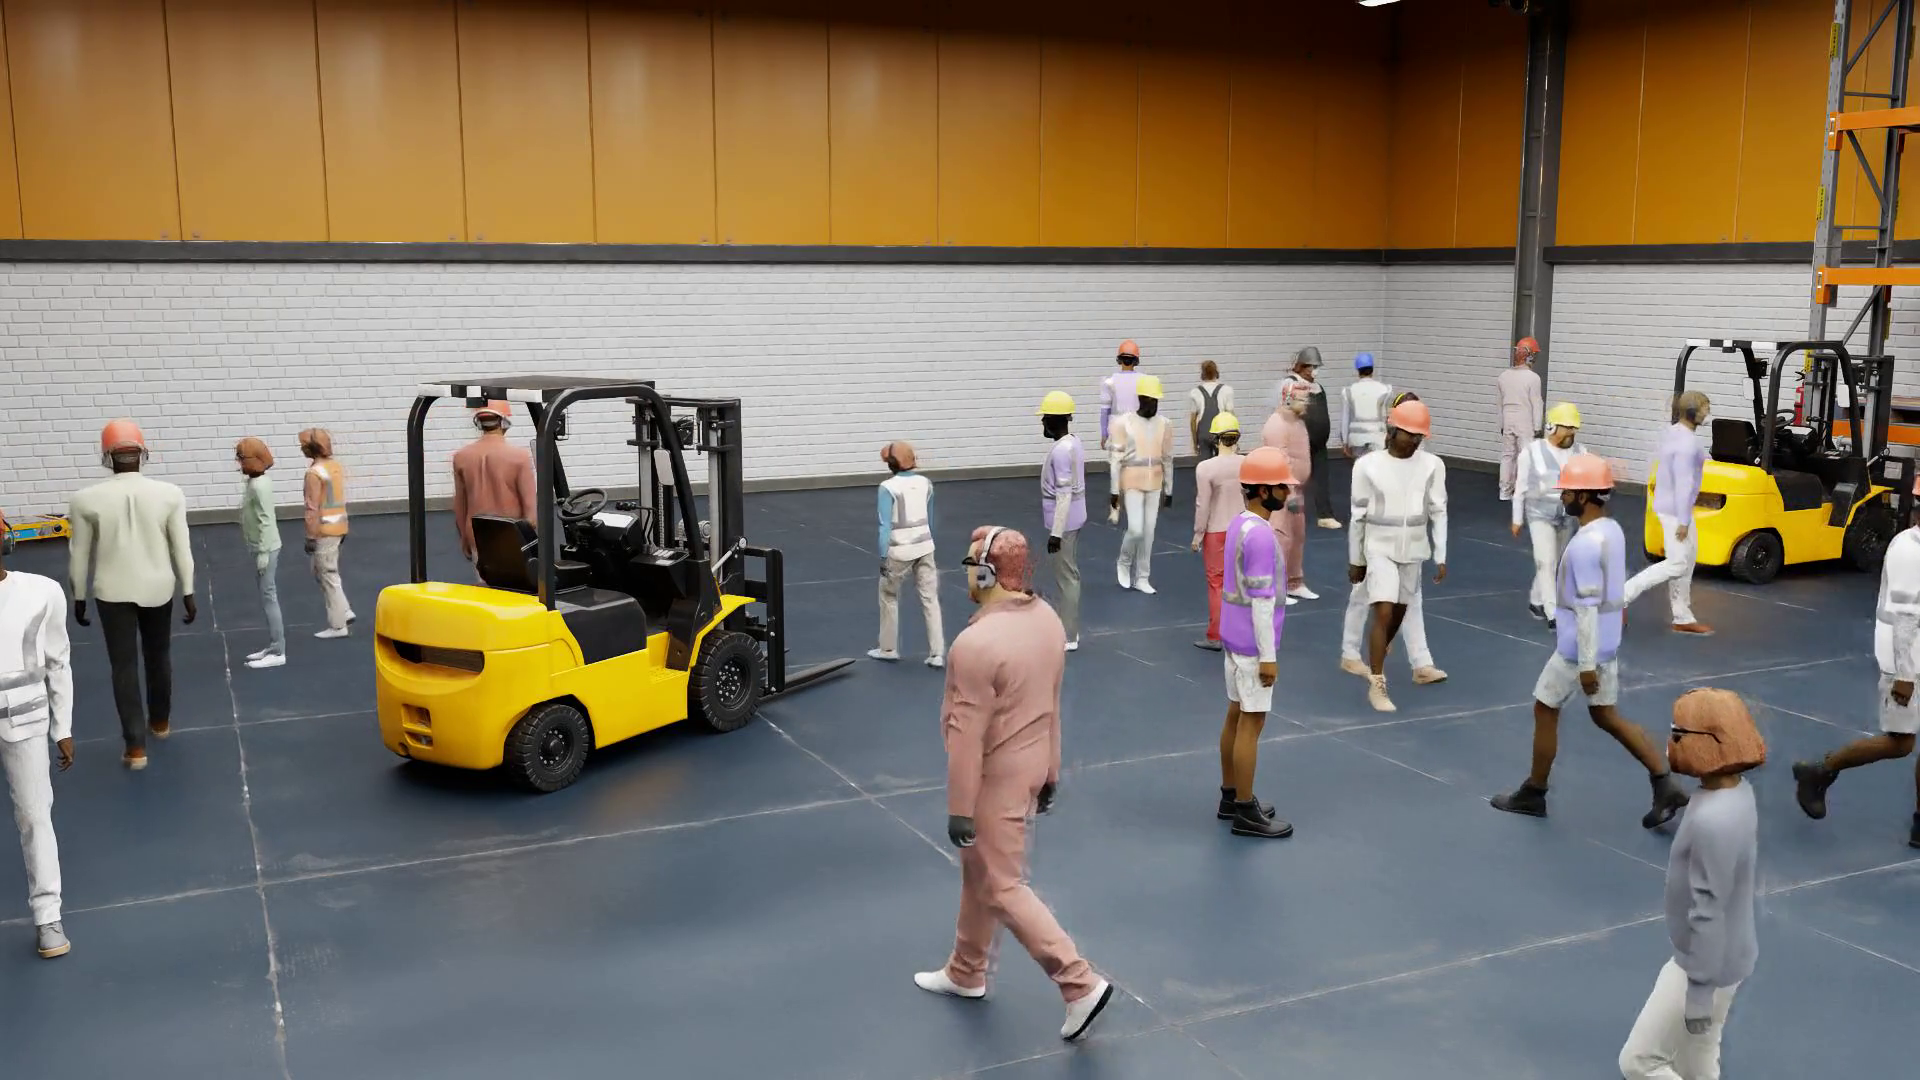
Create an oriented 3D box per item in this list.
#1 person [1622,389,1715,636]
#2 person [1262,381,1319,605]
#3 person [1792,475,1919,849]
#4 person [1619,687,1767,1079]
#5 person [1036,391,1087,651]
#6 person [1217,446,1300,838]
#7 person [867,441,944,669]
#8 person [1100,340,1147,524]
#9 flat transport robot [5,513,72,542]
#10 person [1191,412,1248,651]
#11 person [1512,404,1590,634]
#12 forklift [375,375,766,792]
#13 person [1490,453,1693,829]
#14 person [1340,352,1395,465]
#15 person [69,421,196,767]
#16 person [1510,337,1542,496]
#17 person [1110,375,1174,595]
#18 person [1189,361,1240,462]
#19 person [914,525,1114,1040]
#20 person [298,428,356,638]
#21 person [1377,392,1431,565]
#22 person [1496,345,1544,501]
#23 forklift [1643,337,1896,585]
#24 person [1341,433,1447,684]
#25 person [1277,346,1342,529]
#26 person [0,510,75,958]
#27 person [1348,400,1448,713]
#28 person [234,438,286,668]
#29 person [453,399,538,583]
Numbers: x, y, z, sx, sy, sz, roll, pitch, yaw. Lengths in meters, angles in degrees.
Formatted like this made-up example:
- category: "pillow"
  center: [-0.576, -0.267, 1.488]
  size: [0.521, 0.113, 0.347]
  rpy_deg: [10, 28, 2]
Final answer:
- category: "person"
  center: [5.407, -0.202, 12.732]
  size: [0.759, 1.919, 0.638]
  rpy_deg: [2, 9, 15]
- category: "person"
  center: [2.779, -0.399, 14.043]
  size: [0.426, 1.892, 0.655]
  rpy_deg: [6, 11, 32]
- category: "person"
  center: [4.539, 0.555, 8.037]
  size: [0.541, 1.911, 0.743]
  rpy_deg: [-7, 12, -38]
- category: "person"
  center: [2.113, 1.220, 4.816]
  size: [0.345, 1.617, 0.519]
  rpy_deg: [5, 11, 30]
- category: "person"
  center: [0.738, -0.135, 12.270]
  size: [0.377, 1.929, 0.585]
  rpy_deg: [2, 9, 11]
- category: "person"
  center: [1.483, 0.500, 8.296]
  size: [0.370, 1.939, 0.543]
  rpy_deg: [0, 9, -2]
- category: "person"
  center: [-0.411, 0.104, 11.767]
  size: [0.580, 1.598, 0.749]
  rpy_deg: [-8, 12, -42]
- category: "person"
  center: [1.856, -1.192, 18.473]
  size: [0.607, 2.044, 0.378]
  rpy_deg: [1, 9, 5]
- category: "flat transport robot"
  center: [-9.854, -0.087, 17.097]
  size: [0.652, 0.197, 1.431]
  rpy_deg: [7, 12, 38]
- category: "person"
  center: [1.950, -0.060, 12.304]
  size: [0.523, 1.769, 0.321]
  rpy_deg: [-4, 10, -24]
- category: "person"
  center: [4.676, -0.184, 13.051]
  size: [0.596, 1.774, 0.964]
  rpy_deg: [-1, 9, -6]
- category: "forklift"
  center: [-2.268, 0.149, 9.685]
  size: [1.214, 2.155, 2.313]
  rpy_deg: [6, 11, 32]
- category: "person"
  center: [3.209, 0.513, 8.341]
  size: [0.912, 1.909, 0.541]
  rpy_deg: [8, 12, 40]
- category: "person"
  center: [4.531, -1.132, 18.524]
  size: [0.615, 1.911, 0.868]
  rpy_deg: [4, 10, 23]
- category: "person"
  center: [-4.802, 0.283, 9.645]
  size: [0.638, 1.948, 0.930]
  rpy_deg: [-6, 11, -33]
- category: "person"
  center: [6.979, -1.516, 20.650]
  size: [0.403, 1.988, 0.615]
  rpy_deg: [1, 9, 7]
- category: "person"
  center: [1.594, -0.471, 14.391]
  size: [0.607, 1.910, 0.415]
  rpy_deg: [-4, 10, -24]
- category: "person"
  center: [2.888, -1.122, 18.841]
  size: [0.584, 1.790, 0.871]
  rpy_deg: [2, 9, 12]
- category: "person"
  center: [0.195, 0.882, 6.128]
  size: [0.857, 1.881, 0.651]
  rpy_deg: [5, 11, 30]
- category: "person"
  center: [-4.837, -0.047, 12.647]
  size: [0.373, 1.620, 0.539]
  rpy_deg: [0, 9, 0]
- category: "person"
  center: [3.549, -0.260, 13.277]
  size: [0.546, 1.852, 0.415]
  rpy_deg: [-4, 10, -23]
- category: "person"
  center: [6.794, -1.392, 20.122]
  size: [0.411, 1.913, 0.643]
  rpy_deg: [-6, 11, -31]
- category: "forklift"
  center: [7.551, -0.789, 15.507]
  size: [2.313, 2.155, 1.214]
  rpy_deg: [-4, 10, -25]
- category: "person"
  center: [2.947, 0.097, 11.313]
  size: [0.647, 1.784, 0.881]
  rpy_deg: [-5, 10, -26]
- category: "person"
  center: [3.751, -1.157, 18.264]
  size: [0.685, 2.000, 0.920]
  rpy_deg: [-7, 12, -37]
- category: "person"
  center: [-3.891, 0.784, 6.715]
  size: [0.576, 1.882, 0.355]
  rpy_deg: [-5, 10, -28]
- category: "person"
  center: [2.838, 0.060, 10.914]
  size: [0.604, 1.998, 0.968]
  rpy_deg: [-1, 9, -5]
- category: "person"
  center: [-4.967, 0.090, 11.810]
  size: [0.282, 1.632, 0.530]
  rpy_deg: [-4, 10, -25]
- category: "person"
  center: [-3.160, -0.031, 11.439]
  size: [0.652, 1.981, 0.468]
  rpy_deg: [2, 9, 12]
